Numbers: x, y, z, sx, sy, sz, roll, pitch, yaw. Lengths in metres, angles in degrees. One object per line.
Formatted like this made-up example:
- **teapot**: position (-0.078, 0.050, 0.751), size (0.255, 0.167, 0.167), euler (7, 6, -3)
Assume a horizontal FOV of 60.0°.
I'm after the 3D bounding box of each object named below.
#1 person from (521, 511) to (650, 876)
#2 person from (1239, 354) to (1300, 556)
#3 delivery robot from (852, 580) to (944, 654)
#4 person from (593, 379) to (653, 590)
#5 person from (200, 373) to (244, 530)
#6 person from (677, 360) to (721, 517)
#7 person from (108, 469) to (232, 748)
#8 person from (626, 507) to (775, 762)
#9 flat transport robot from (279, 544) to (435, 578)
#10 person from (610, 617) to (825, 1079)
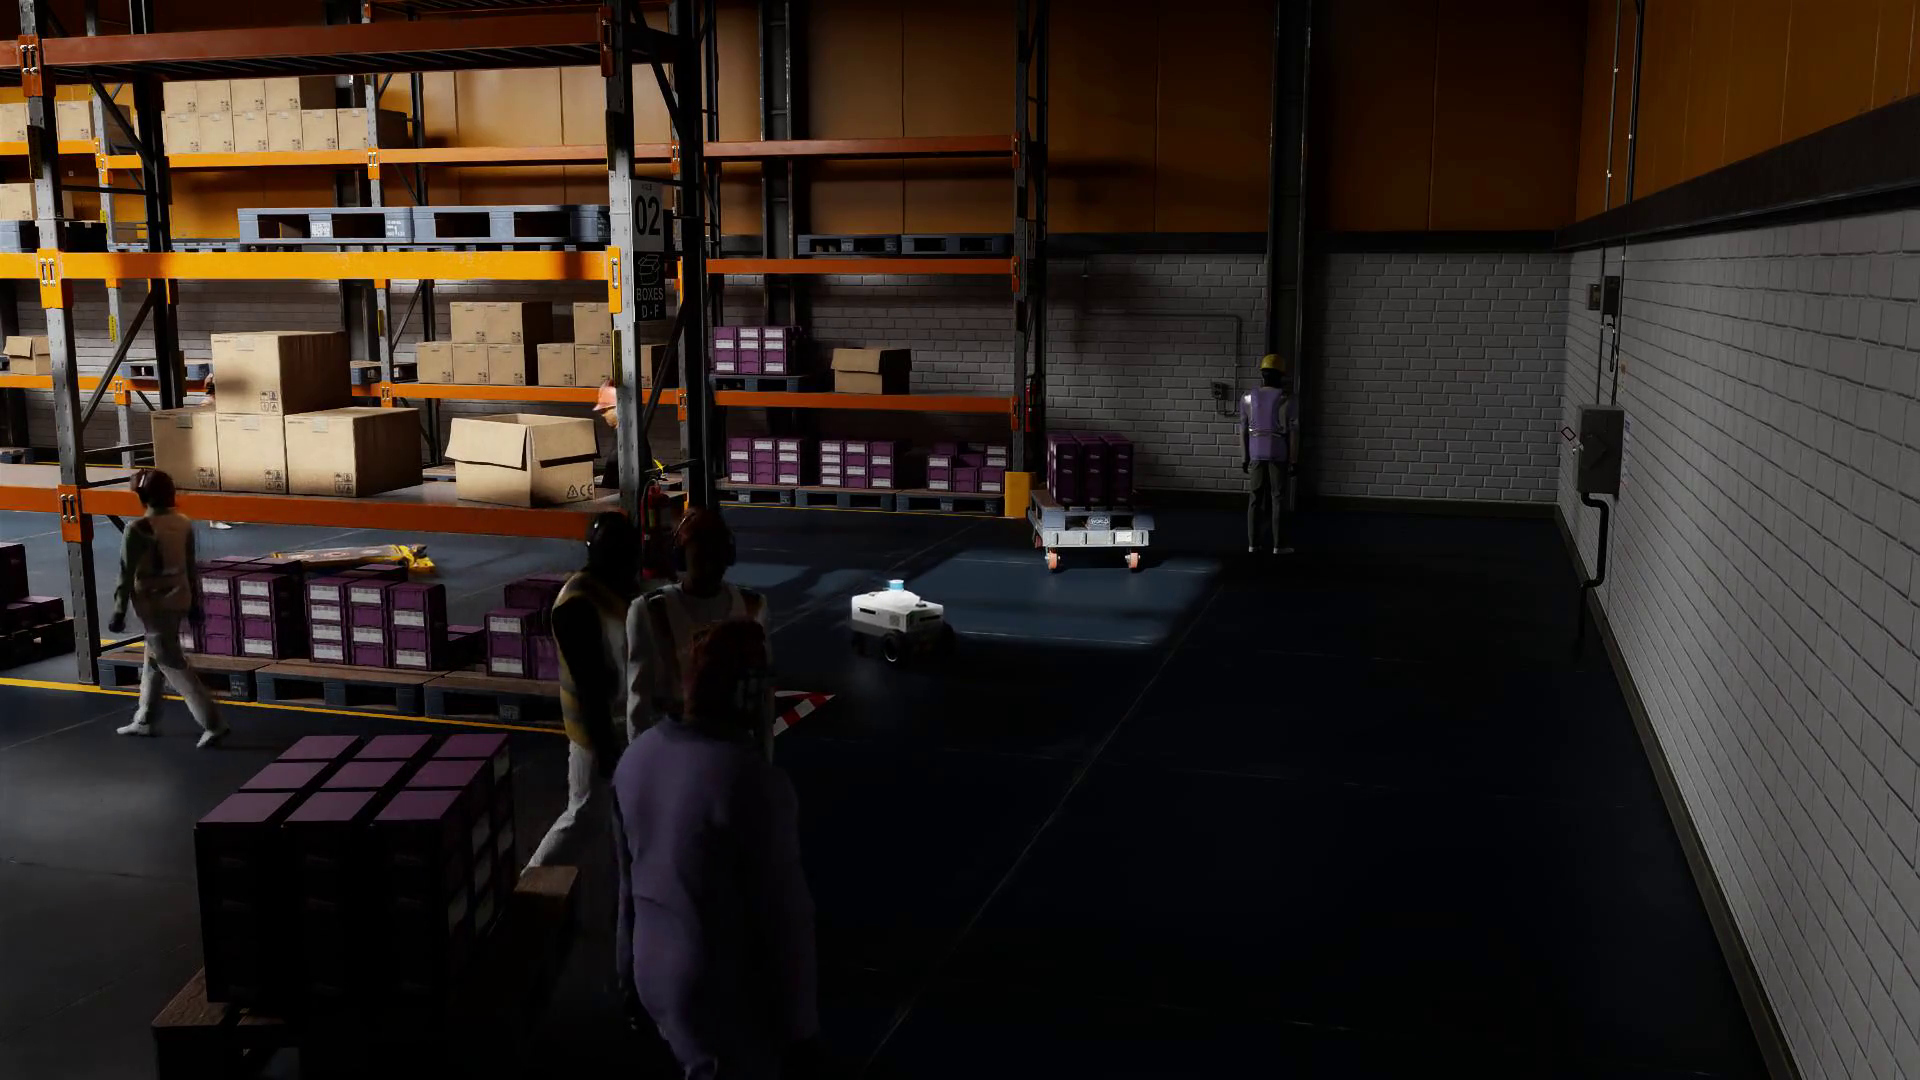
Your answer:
- **person**: position (-1.454, 0.756, 6.773), size (0.866, 1.792, 0.635), euler (3, 10, 17)
- **person**: position (2.952, -0.807, 15.847), size (0.585, 1.922, 0.372), euler (5, 11, 28)
- **delivery robot**: position (-0.440, 0.522, 11.615), size (0.477, 0.478, 0.707), euler (-8, 12, -41)
- **person**: position (-2.290, -0.113, 11.417), size (0.392, 1.986, 0.611), euler (-1, 9, -8)
- **person**: position (-7.783, -0.933, 17.481), size (0.308, 1.638, 0.510), euler (0, 9, 1)
- **person**: position (-2.715, -0.987, 17.306), size (0.473, 1.819, 0.528), euler (0, 9, 1)
- **person**: position (-4.540, 0.386, 9.521), size (0.830, 1.604, 0.510), euler (2, 9, 10)
- **person**: position (-0.968, 0.795, 6.234), size (0.591, 1.872, 0.462), euler (-6, 11, -31)
- **flat transport robot**: position (-5.410, 0.213, 14.648), size (1.431, 0.197, 0.652), euler (-4, 10, -23)
- **person**: position (-0.676, 1.138, 4.153), size (0.765, 1.879, 0.678), euler (-8, 13, -42)
